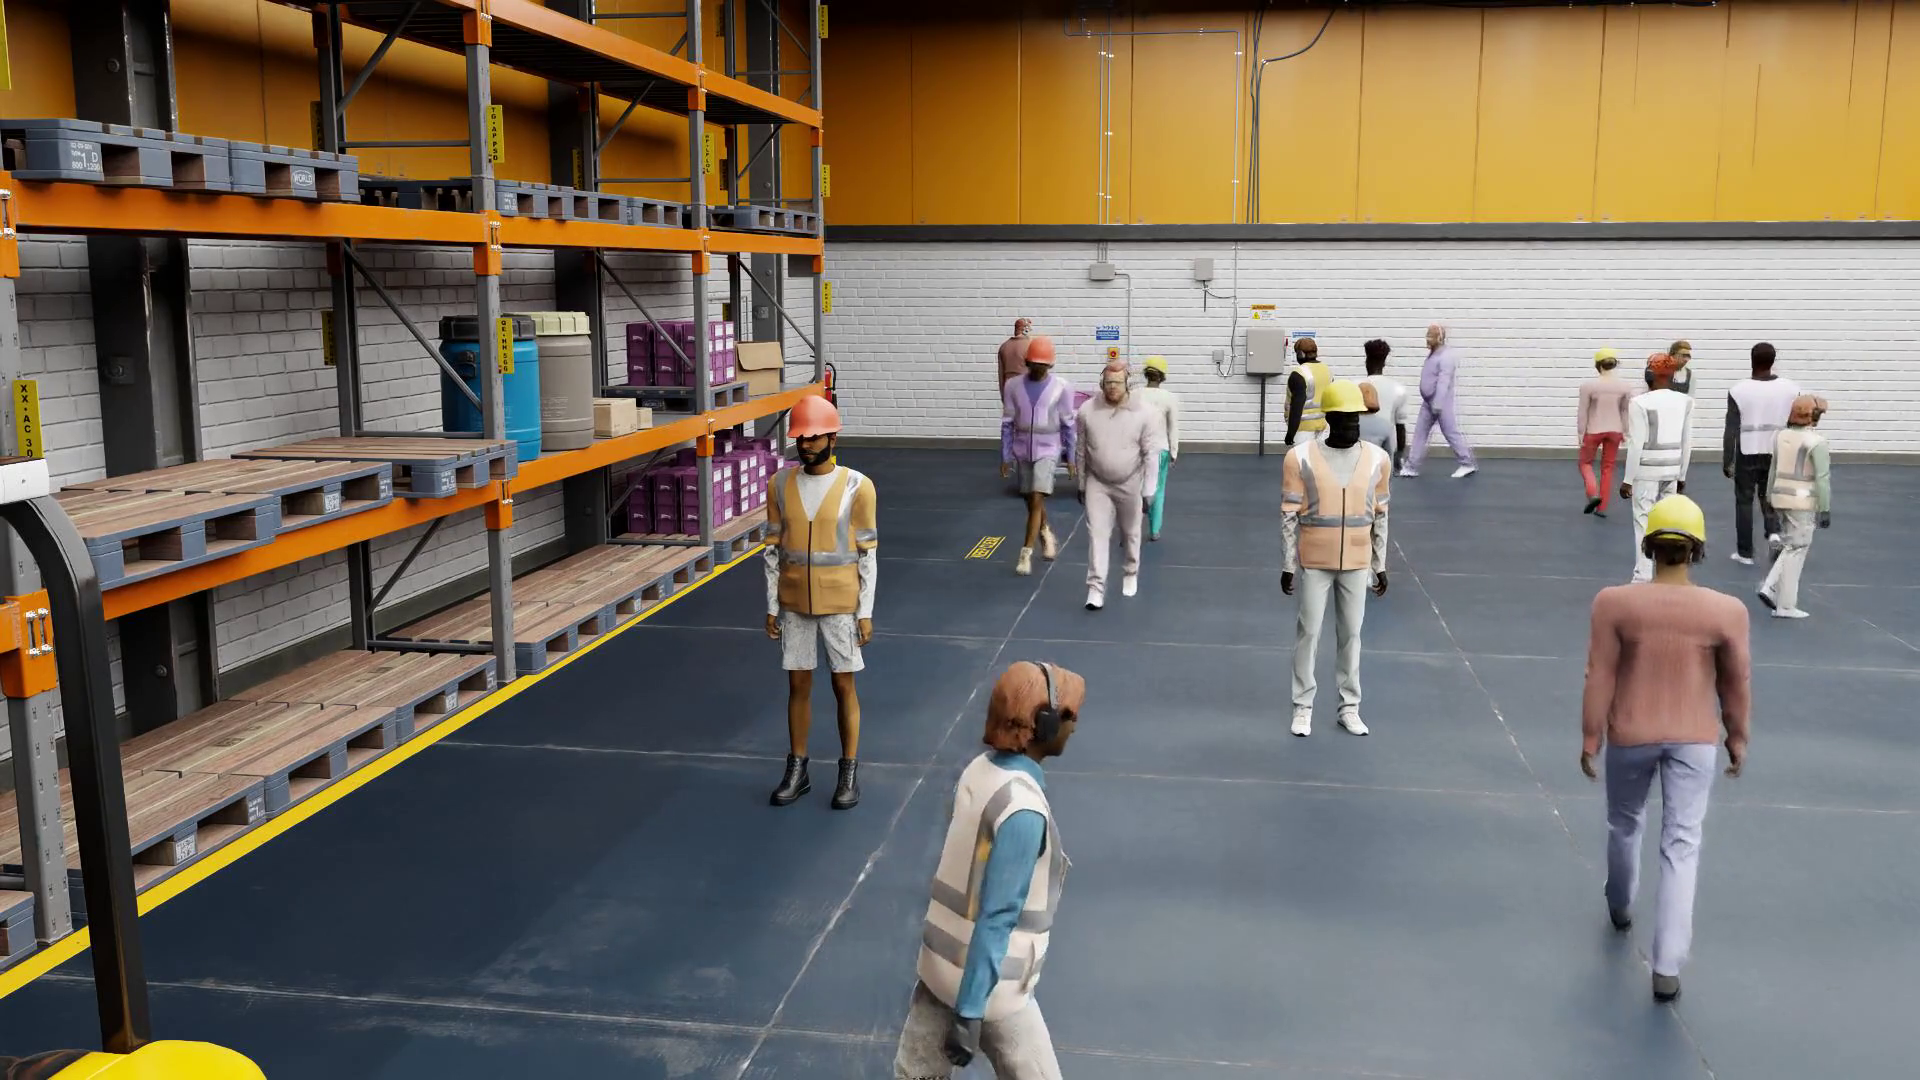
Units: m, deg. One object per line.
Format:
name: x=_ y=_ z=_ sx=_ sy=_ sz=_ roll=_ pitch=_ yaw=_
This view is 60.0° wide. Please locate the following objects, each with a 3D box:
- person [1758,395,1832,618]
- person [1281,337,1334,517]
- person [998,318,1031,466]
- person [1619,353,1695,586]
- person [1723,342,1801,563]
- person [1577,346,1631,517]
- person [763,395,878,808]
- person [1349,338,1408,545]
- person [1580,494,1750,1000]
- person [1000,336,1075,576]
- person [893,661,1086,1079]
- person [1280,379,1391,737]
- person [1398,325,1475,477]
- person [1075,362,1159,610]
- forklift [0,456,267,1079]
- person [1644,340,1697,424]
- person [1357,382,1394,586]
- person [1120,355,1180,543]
person: x=6.036 y=-0.233 z=11.959 sx=0.372 sy=1.622 sz=0.537 roll=-2 pitch=9 yaw=-10
person: x=3.489 y=-1.125 z=16.823 sx=0.429 sy=1.837 sz=0.621 roll=9 pitch=13 yaw=44
person: x=0.791 y=-1.877 z=21.261 sx=0.642 sy=1.901 sz=0.401 roll=9 pitch=13 yaw=43
person: x=5.320 y=-0.486 z=12.728 sx=0.583 sy=1.882 sz=0.338 roll=-3 pitch=10 yaw=-19
person: x=6.786 y=-0.725 z=14.120 sx=0.608 sy=1.908 sz=0.519 roll=1 pitch=9 yaw=5
person: x=6.522 y=-1.091 z=16.879 sx=0.531 sy=1.753 sz=0.402 roll=0 pitch=9 yaw=3
person: x=-0.662 y=0.292 z=7.762 sx=0.550 sy=1.937 sz=0.357 roll=2 pitch=9 yaw=13
person: x=3.565 y=-0.775 z=14.374 sx=0.610 sy=1.935 sz=0.869 roll=-2 pitch=9 yaw=-10
person: x=2.524 y=0.695 z=5.965 sx=0.552 sy=1.716 sz=0.920 roll=4 pitch=10 yaw=21
person: x=0.674 y=-0.736 z=14.013 sx=0.631 sy=1.981 sz=0.999 roll=3 pitch=10 yaw=20
person: x=0.038 y=1.074 z=4.078 sx=0.934 sy=1.566 sz=0.520 roll=-3 pitch=10 yaw=-17
person: x=2.021 y=0.100 z=8.967 sx=0.594 sy=1.930 sz=0.353 roll=0 pitch=9 yaw=-2
person: x=5.803 y=-1.669 z=20.142 sx=1.006 sy=1.858 sz=0.662 roll=-1 pitch=9 yaw=-6
person: x=1.178 y=-0.425 z=12.516 sx=0.654 sy=1.838 sz=1.079 roll=2 pitch=9 yaw=13
forklift: x=-2.328 y=0.975 z=2.765 sx=2.313 sy=2.155 sz=1.214 roll=1 pitch=9 yaw=9
person: x=7.495 y=-1.247 z=17.751 sx=0.556 sy=1.794 sz=0.904 roll=0 pitch=9 yaw=-2
person: x=3.199 y=-0.454 z=13.339 sx=0.535 sy=1.611 sz=0.604 roll=-1 pitch=9 yaw=-7
person: x=1.743 y=-0.825 z=15.286 sx=0.538 sy=1.732 sz=0.652 roll=1 pitch=9 yaw=8
